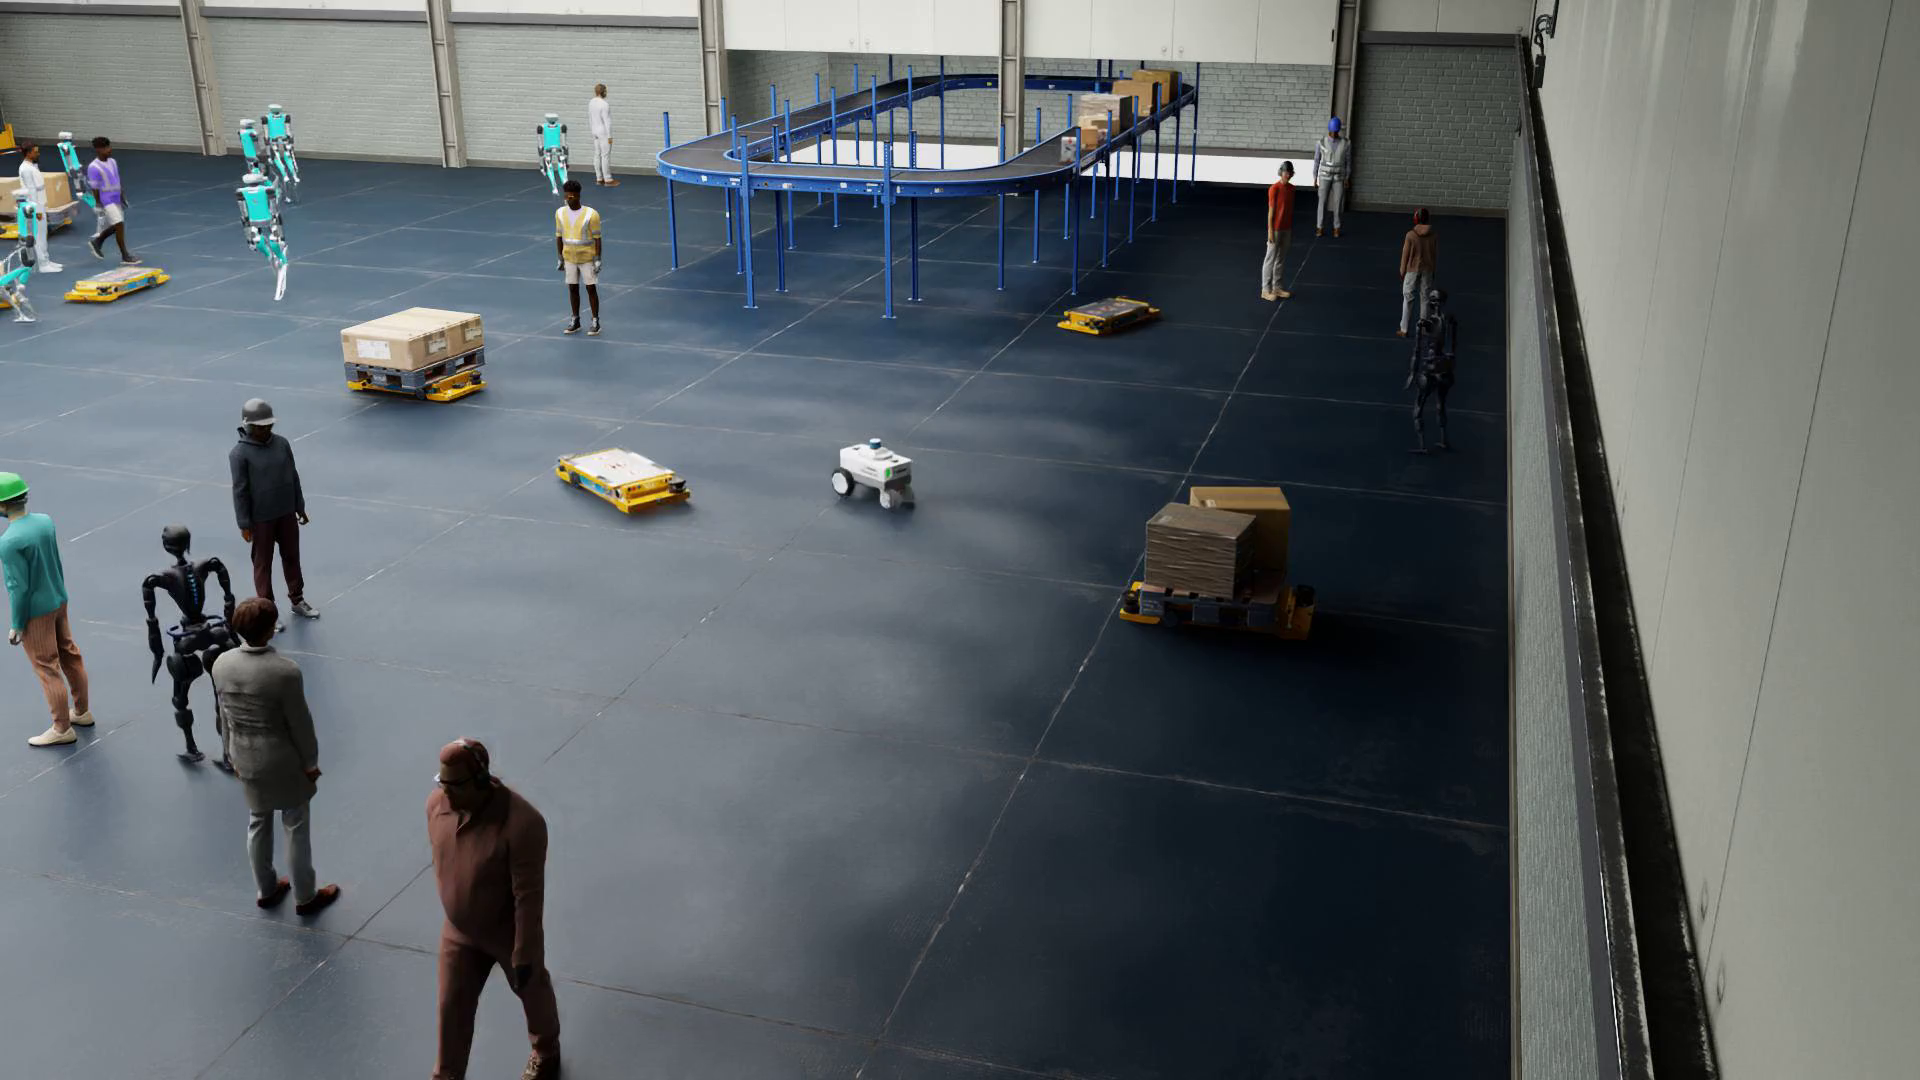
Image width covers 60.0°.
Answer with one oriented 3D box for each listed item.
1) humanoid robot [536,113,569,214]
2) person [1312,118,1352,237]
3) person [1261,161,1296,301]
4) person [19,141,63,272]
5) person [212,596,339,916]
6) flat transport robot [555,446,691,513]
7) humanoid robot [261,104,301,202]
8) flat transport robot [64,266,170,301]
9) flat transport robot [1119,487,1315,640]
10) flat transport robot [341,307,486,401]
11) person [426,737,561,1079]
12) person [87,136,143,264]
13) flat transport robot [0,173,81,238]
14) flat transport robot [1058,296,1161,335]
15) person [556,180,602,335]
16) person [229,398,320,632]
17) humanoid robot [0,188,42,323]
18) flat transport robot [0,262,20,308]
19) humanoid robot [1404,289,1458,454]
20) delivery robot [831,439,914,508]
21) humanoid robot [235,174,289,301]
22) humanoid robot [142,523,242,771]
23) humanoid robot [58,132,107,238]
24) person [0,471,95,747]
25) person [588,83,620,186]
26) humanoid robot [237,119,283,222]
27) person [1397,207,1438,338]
[{"bbox_3d":[-7.026,-6.457,29.047,0.540,1.902,0.697,-11,24,-26],"label":"humanoid robot"},{"bbox_3d":[6.103,-5.959,27.328,0.618,1.933,0.413,2,21,5],"label":"person"},{"bbox_3d":[4.463,-4.283,23.010,0.474,1.908,0.415,-16,26,-36],"label":"person"},{"bbox_3d":[-13.742,-4.958,24.749,0.374,1.914,0.595,-9,23,-21],"label":"person"},{"bbox_3d":[-3.710,1.172,8.982,0.510,1.823,0.364,4,21,10],"label":"person"},{"bbox_3d":[-3.196,-0.581,15.685,0.659,0.231,1.431,-17,27,-36],"label":"flat transport robot"},{"bbox_3d":[-12.288,-6.983,30.285,0.536,1.832,0.676,-19,28,-40],"label":"humanoid robot"},{"bbox_3d":[-11.964,-3.642,23.625,0.659,0.231,1.431,3,21,9],"label":"flat transport robot"},{"bbox_3d":[1.999,0.501,12.879,1.431,0.231,0.659,6,22,15],"label":"flat transport robot"},{"bbox_3d":[-6.164,-1.812,18.878,1.431,0.231,0.659,9,23,22],"label":"flat transport robot"},{"bbox_3d":[-2.145,1.770,7.352,0.656,1.865,0.941,9,23,21],"label":"person"},{"bbox_3d":[-12.967,-5.151,25.216,0.788,1.938,0.616,0,21,1],"label":"person"},{"bbox_3d":[-15.474,-5.259,27.819,0.659,0.231,1.431,-3,21,-8],"label":"flat transport robot"},{"bbox_3d":[1.968,-2.942,21.807,0.659,0.231,1.431,17,27,37],"label":"flat transport robot"},{"bbox_3d":[-4.838,-3.586,21.122,0.613,1.963,0.361,5,22,13],"label":"person"},{"bbox_3d":[-5.207,-0.206,12.578,0.381,1.806,0.551,15,26,33],"label":"person"},{"bbox_3d":[-12.278,-3.608,21.561,0.755,1.825,0.539,-14,25,-32],"label":"humanoid robot"},{"bbox_3d":[-13.559,-3.209,22.500,1.431,0.231,0.659,-15,26,-34],"label":"flat transport robot"},{"bbox_3d":[4.736,-1.679,16.572,0.589,1.641,0.357,-11,24,-27],"label":"humanoid robot"},{"bbox_3d":[-0.796,-0.642,15.456,0.801,0.602,0.499,20,28,41],"label":"delivery robot"},{"bbox_3d":[-9.621,-4.237,23.205,0.560,1.828,0.871,-2,21,-5],"label":"humanoid robot"},{"bbox_3d":[-4.820,0.666,10.494,0.470,1.648,0.584,19,28,41],"label":"humanoid robot"},{"bbox_3d":[-14.098,-5.688,27.009,0.747,1.867,0.539,-9,23,-22],"label":"humanoid robot"},{"bbox_3d":[-5.998,0.444,10.805,0.362,1.867,0.516,2,21,4],"label":"person"},{"bbox_3d":[-6.924,-7.845,32.206,0.379,1.940,0.628,-17,27,-38],"label":"person"},{"bbox_3d":[-11.906,-6.326,28.556,0.530,1.800,0.723,17,27,38],"label":"humanoid robot"},{"bbox_3d":[5.786,-3.365,20.990,0.463,1.648,0.325,0,21,-1],"label":"person"}]
